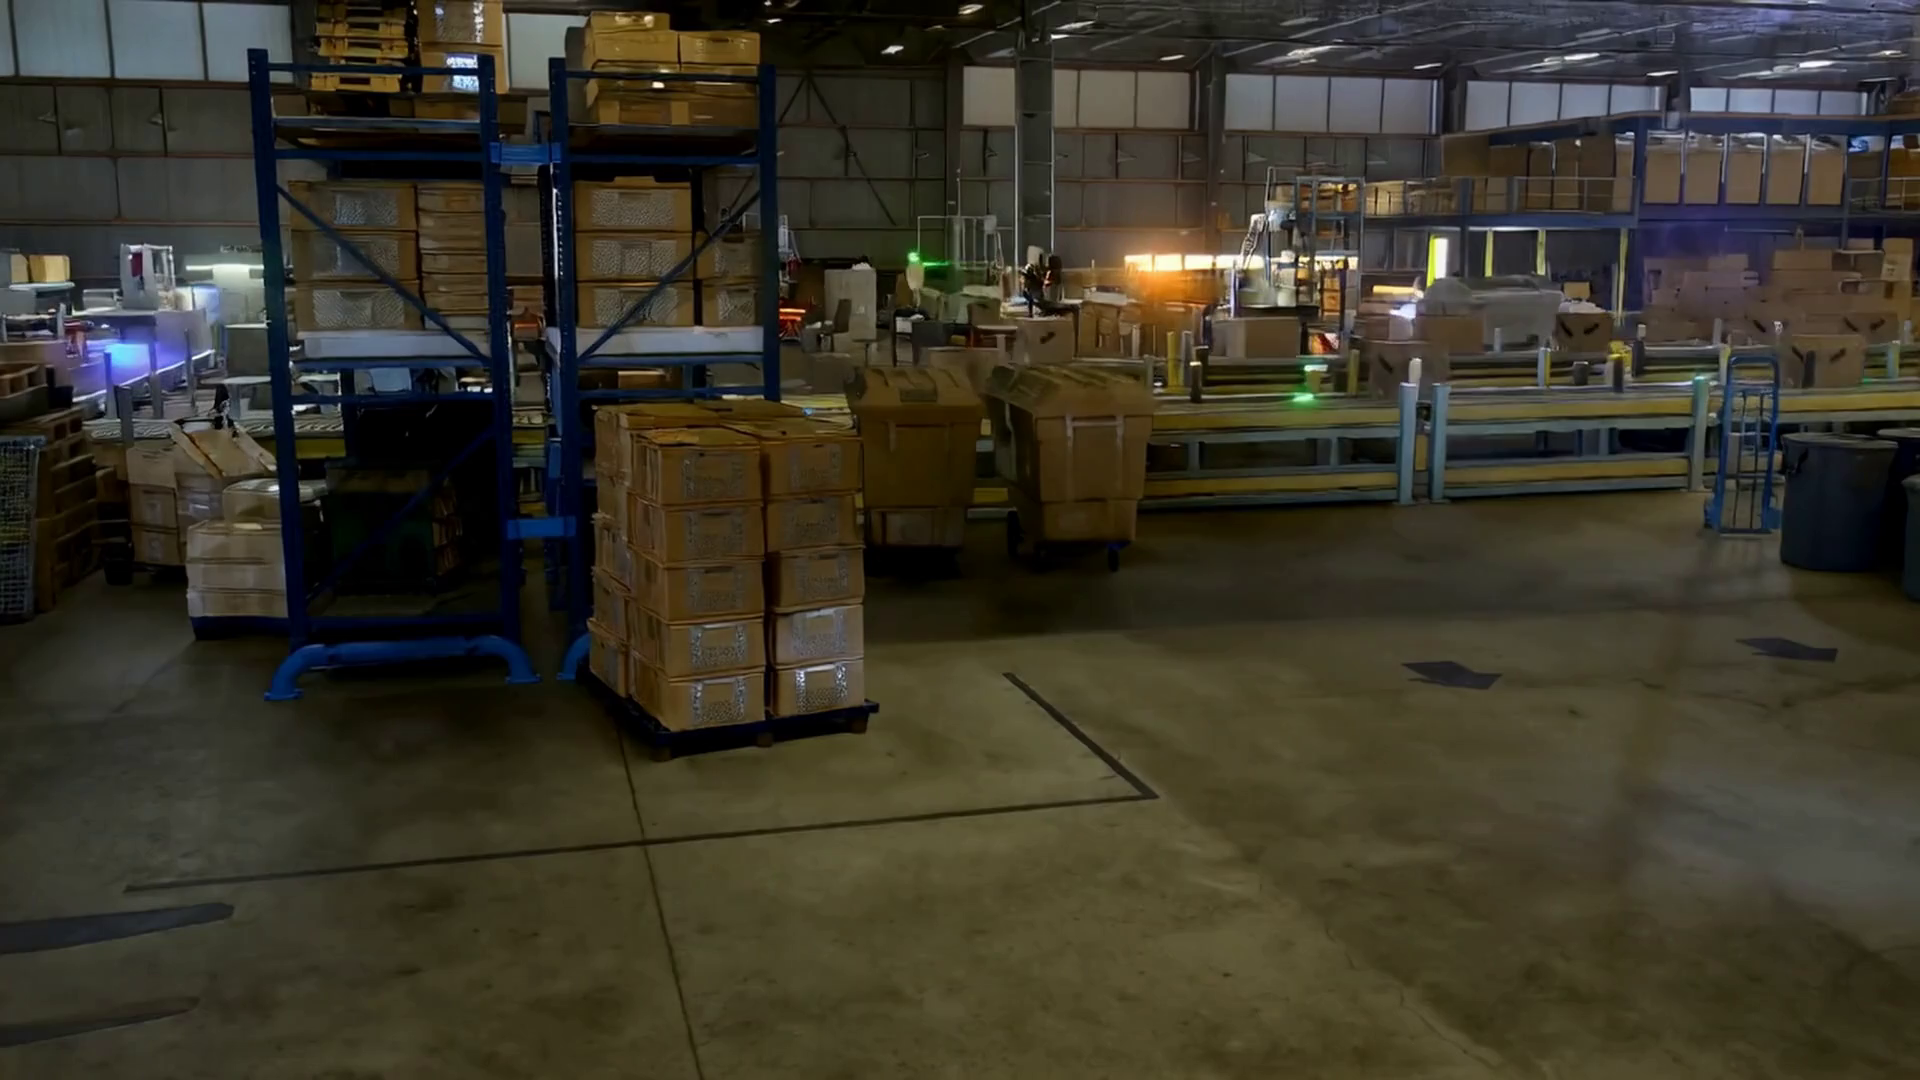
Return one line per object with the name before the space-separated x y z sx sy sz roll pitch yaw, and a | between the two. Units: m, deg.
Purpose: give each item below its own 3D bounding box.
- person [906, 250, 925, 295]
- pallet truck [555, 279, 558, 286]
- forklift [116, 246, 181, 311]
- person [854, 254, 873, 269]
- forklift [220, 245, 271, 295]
person | -1.156 -6.764 44.679 0.621 2.024 0.644 -7 12 -34
pallet truck | -10.604 -6.375 44.520 0.653 1.274 1.630 -3 10 -15
forklift | -19.966 -6.232 40.894 1.157 1.987 2.680 -3 10 -15
person | -2.908 -7.795 50.859 0.643 1.905 0.399 5 11 28
forklift | -17.749 -6.334 41.440 1.157 1.987 2.680 -3 10 -17
